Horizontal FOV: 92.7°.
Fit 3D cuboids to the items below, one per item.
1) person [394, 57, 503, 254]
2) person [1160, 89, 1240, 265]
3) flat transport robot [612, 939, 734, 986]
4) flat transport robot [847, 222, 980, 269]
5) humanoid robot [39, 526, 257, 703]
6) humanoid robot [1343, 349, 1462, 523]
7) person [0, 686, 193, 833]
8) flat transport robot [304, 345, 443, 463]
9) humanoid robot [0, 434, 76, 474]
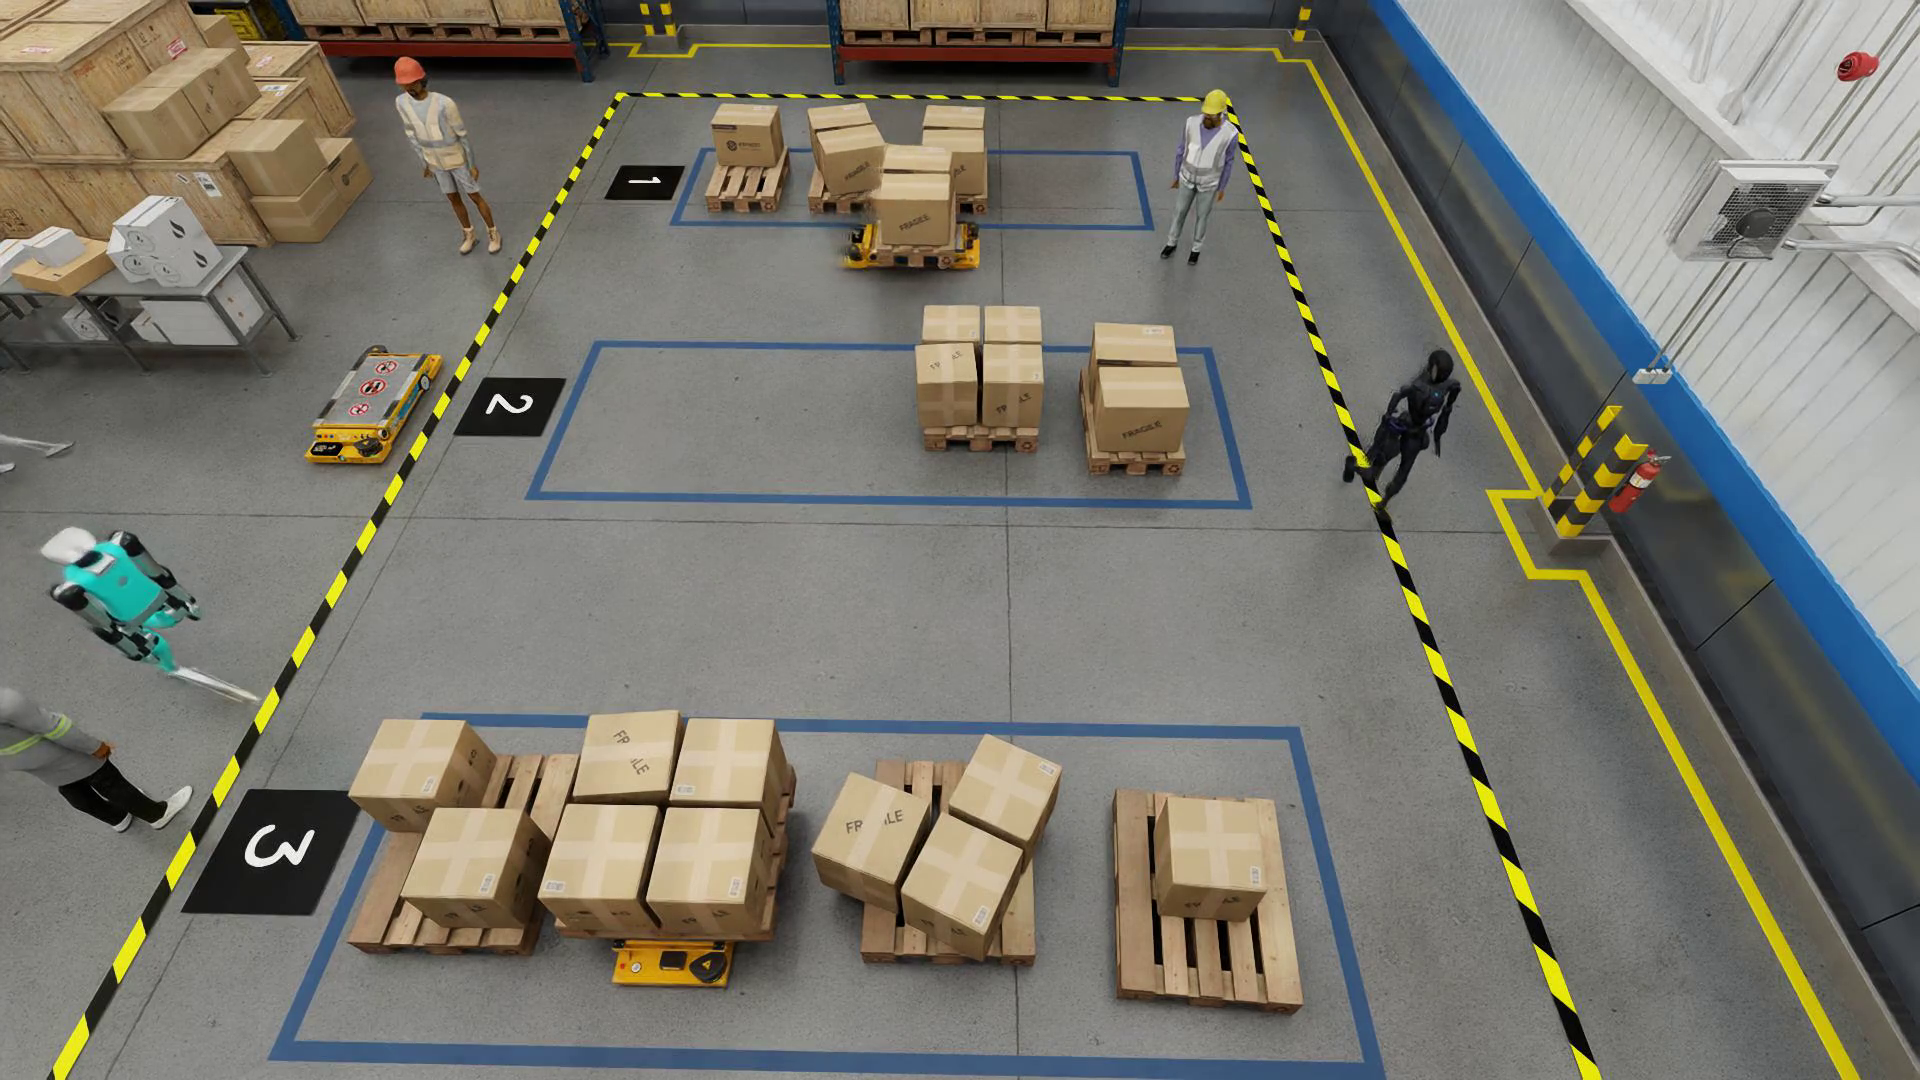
[{"bbox_3d":[-5.346,-3.952,9.548,0.606,2.048,0.366,0,50,0],"label":"person"},{"bbox_3d":[2.486,-3.736,9.506,0.590,1.828,0.404,23,54,18],"label":"person"},{"bbox_3d":[-1.659,1.971,5.681,0.652,0.197,1.431,1,50,1],"label":"flat transport robot"},{"bbox_3d":[-0.501,-3.268,10.114,1.431,0.197,0.652,1,50,1],"label":"flat transport robot"},{"bbox_3d":[-5.472,0.518,6.014,1.047,1.787,0.531,10,51,9],"label":"humanoid robot"},{"bbox_3d":[3.480,-0.870,7.193,0.600,1.639,0.608,-7,50,-6],"label":"humanoid robot"},{"bbox_3d":[-5.315,1.173,5.337,0.596,1.849,0.395,-1,50,-1],"label":"person"},{"bbox_3d":[-5.383,-1.269,8.441,0.659,0.231,1.431,1,50,1],"label":"flat transport robot"},{"bbox_3d":[-8.211,-1.126,7.367,0.910,1.760,0.539,-23,54,-18],"label":"humanoid robot"}]
